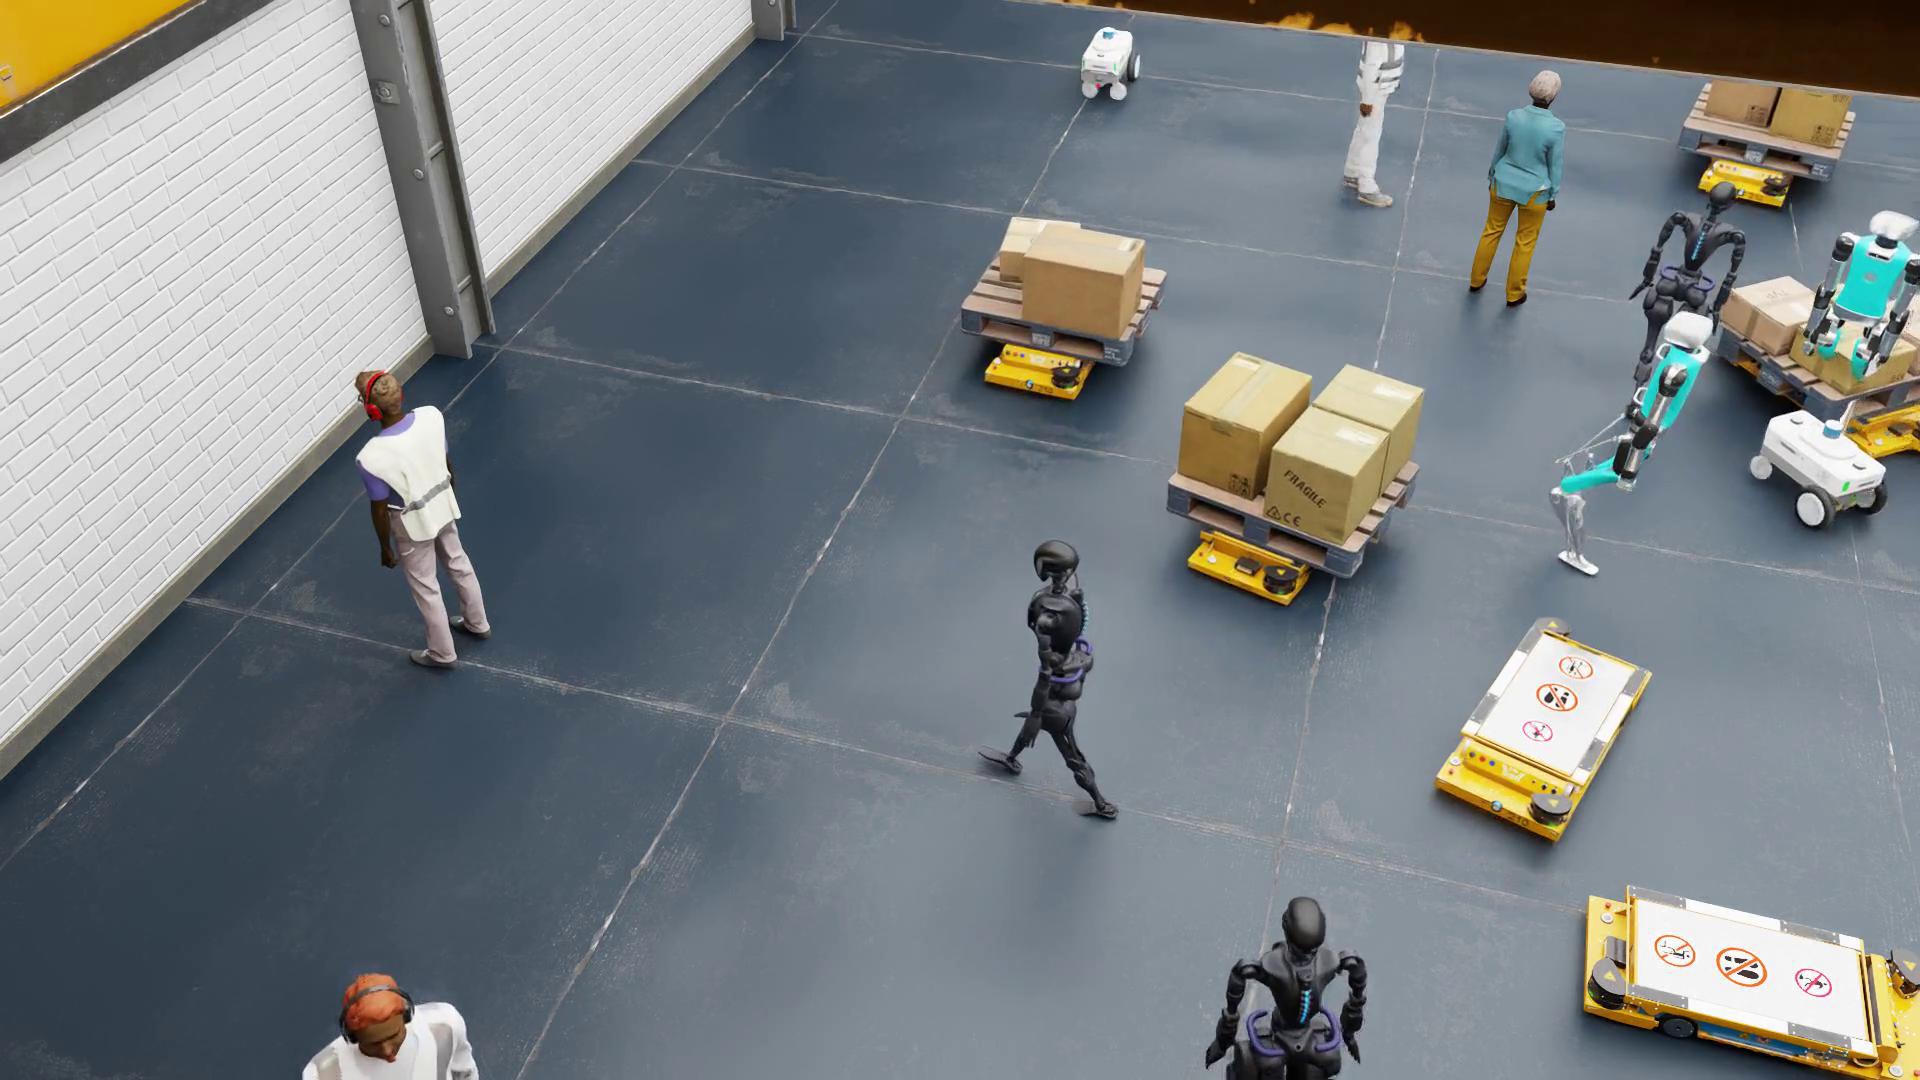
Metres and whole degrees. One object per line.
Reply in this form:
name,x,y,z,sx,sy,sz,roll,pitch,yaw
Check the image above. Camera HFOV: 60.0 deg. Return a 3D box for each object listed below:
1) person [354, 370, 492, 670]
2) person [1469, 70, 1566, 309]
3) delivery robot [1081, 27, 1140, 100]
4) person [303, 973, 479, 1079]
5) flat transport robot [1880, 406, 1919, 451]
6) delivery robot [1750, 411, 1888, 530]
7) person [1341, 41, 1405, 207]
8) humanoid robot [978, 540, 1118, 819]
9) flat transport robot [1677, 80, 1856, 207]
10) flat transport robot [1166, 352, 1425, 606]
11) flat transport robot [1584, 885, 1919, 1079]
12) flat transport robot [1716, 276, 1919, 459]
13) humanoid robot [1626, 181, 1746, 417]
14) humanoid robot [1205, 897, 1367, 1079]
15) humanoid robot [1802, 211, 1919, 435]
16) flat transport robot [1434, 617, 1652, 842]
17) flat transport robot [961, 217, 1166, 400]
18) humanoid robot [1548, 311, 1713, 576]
person,-2.862,-0.093,8.874,0.390,1.836,0.559,18,42,21
person,4.042,-2.519,11.961,0.527,1.749,0.342,30,47,32
delivery robot,1.359,-4.404,15.246,0.516,0.584,0.754,11,40,13
person,-2.016,2.159,6.070,0.590,1.845,0.957,-20,43,-23
flat transport robot,6.458,-1.090,11.360,0.659,0.231,1.431,22,44,25
delivery robot,5.357,-0.479,10.356,0.499,0.575,0.759,-14,41,-17
person,3.368,-3.587,13.194,0.489,1.884,0.584,17,42,20
humanoid robot,0.436,0.682,8.074,0.789,1.621,0.608,12,40,14
flat transport robot,6.737,-3.244,14.040,0.659,0.231,1.431,20,43,23
flat transport robot,2.019,-0.154,10.196,0.659,0.231,1.431,23,44,26
flat transport robot,3.583,2.009,7.506,1.431,0.231,0.659,11,40,14
flat transport robot,5.928,-1.061,11.325,0.659,0.231,1.431,-14,41,-17
humanoid robot,4.741,-1.626,10.949,0.601,1.626,0.796,22,44,25
humanoid robot,1.272,1.901,6.516,0.612,1.638,0.535,-3,39,-4
humanoid robot,5.635,-1.313,10.456,0.536,1.780,0.708,27,46,30
flat transport robot,3.116,0.963,8.806,0.659,0.231,1.431,24,45,27
flat transport robot,0.731,-1.499,11.869,0.659,0.231,1.431,14,41,17
humanoid robot,3.731,-0.544,9.549,0.702,1.828,0.531,22,44,25
